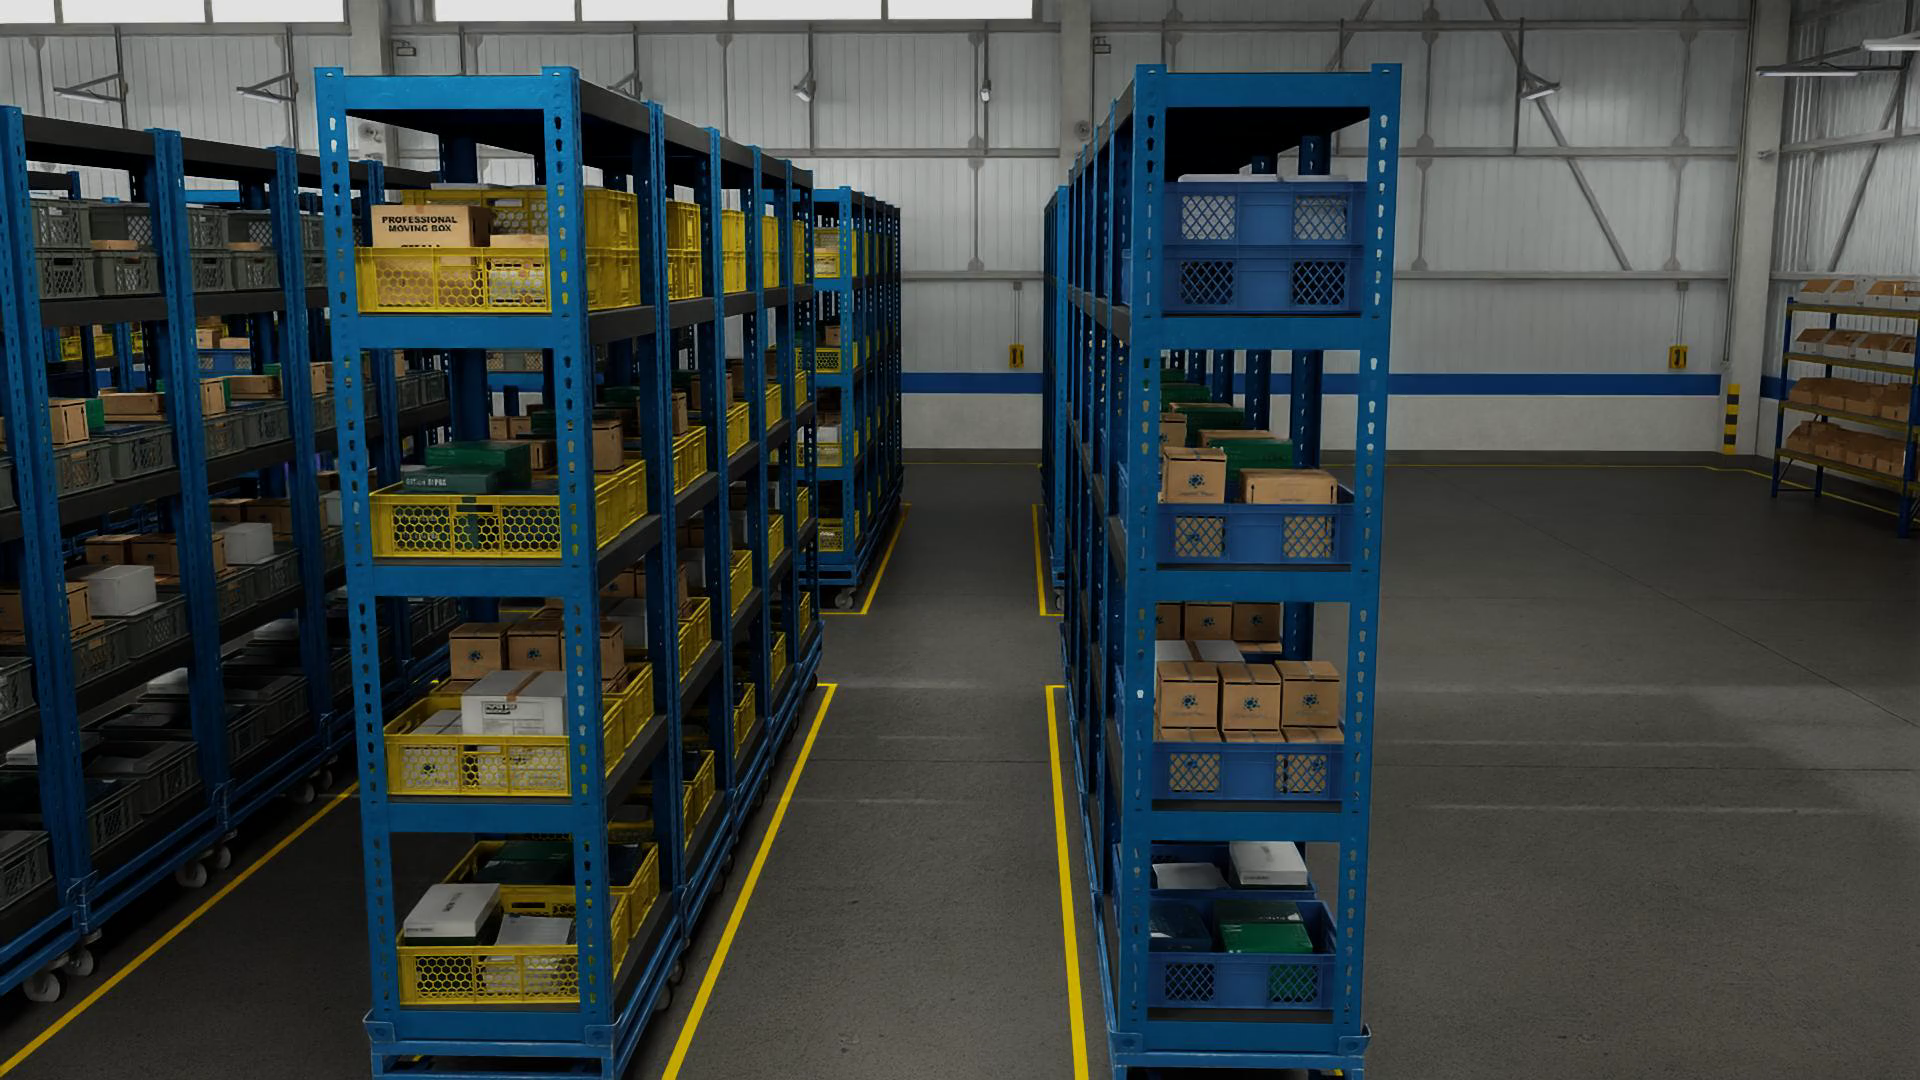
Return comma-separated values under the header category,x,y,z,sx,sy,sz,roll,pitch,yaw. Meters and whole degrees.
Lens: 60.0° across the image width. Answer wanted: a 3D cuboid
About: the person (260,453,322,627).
category,x,y,z,sx,sy,sz,roll,pitch,yaw
person,-5.343,-0.100,13.170,0.955,1.790,0.588,4,10,20
